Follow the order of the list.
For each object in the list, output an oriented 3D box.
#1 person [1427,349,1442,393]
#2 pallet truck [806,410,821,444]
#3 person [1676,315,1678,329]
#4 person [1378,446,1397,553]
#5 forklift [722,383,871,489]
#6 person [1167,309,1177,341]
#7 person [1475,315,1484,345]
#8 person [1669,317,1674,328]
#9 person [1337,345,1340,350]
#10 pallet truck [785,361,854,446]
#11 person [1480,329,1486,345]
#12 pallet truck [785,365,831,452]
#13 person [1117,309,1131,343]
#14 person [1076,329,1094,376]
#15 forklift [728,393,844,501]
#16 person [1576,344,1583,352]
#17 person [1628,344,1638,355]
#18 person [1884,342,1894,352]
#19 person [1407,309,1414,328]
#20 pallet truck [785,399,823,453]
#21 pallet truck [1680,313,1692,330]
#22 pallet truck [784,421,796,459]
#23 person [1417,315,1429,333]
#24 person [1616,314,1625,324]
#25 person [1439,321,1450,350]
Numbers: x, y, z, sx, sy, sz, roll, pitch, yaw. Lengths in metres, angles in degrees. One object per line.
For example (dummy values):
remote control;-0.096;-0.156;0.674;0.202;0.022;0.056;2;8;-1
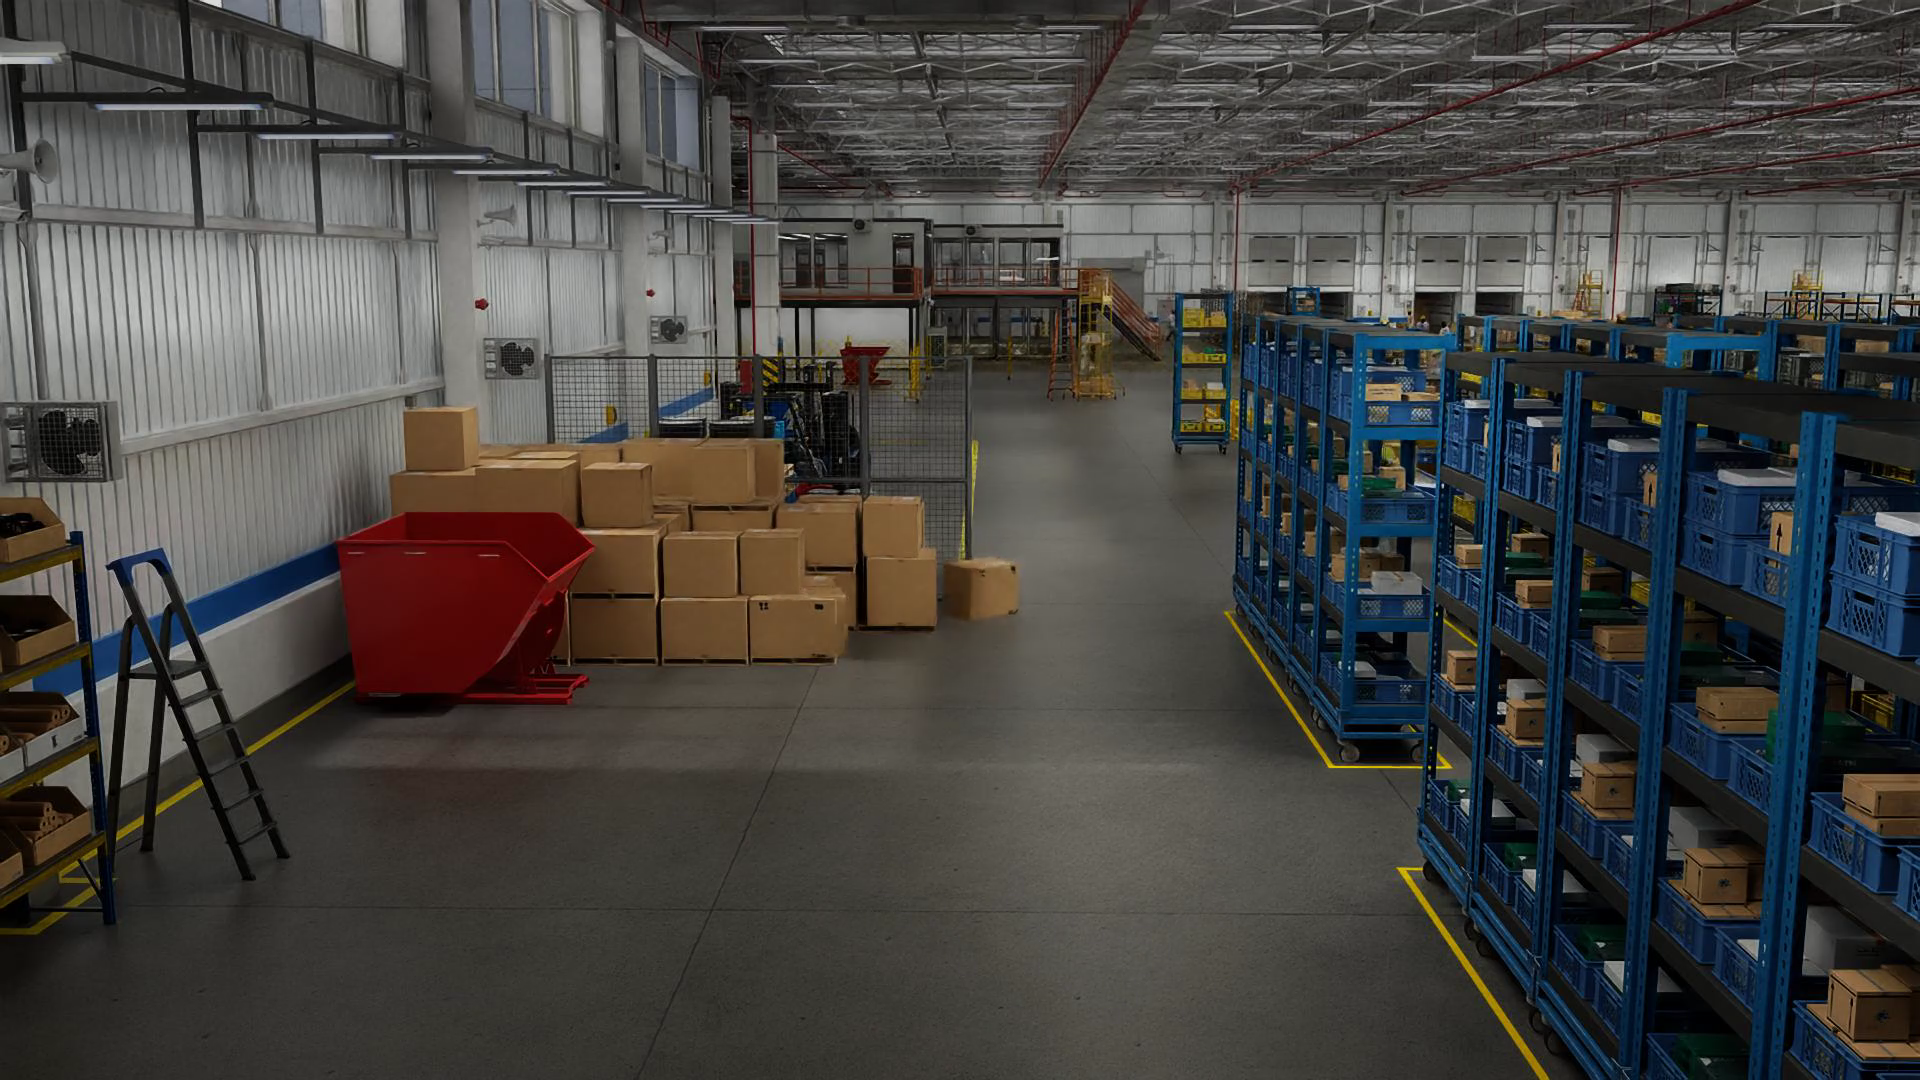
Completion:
person;14.687;-5.099;51.599;0.931;1.717;0.538;-4;10;-24
pallet truck;-3.559;-2.018;33.905;1.522;1.261;0.704;0;9;-1
person;38.758;-11.327;90.000;0.549;1.716;0.753;-3;10;-20
person;5.623;-0.326;21.831;0.624;1.814;0.626;-5;11;-29
forklift;-2.893;-1.687;28.729;2.680;1.987;1.157;0;9;-1
person;12.395;-12.525;96.859;0.934;1.902;0.556;-6;11;-33
person;25.633;-10.159;82.266;0.948;1.901;0.636;1;9;9
person;37.206;-10.840;87.139;0.739;1.669;0.534;2;9;10
person;17.102;-9.051;75.687;0.895;1.815;0.617;-8;13;-42
pallet truck;-3.410;-3.193;38.978;1.885;1.965;0.823;0;9;-1
person;23.254;-8.718;73.509;0.514;1.858;0.436;6;11;32
pallet truck;-3.774;-2.976;37.635;1.885;1.965;0.823;1;9;5
person;9.324;-12.071;93.860;0.936;1.961;0.621;-6;11;-33
person;4.840;-7.244;64.390;0.648;1.869;0.588;2;9;14
forklift;-2.979;-1.316;26.476;2.680;1.987;1.157;0;9;1
person;19.088;-5.081;51.117;0.524;1.844;0.787;-2;9;-10
person;24.235;-6.527;59.410;0.686;2.000;0.535;7;12;39
person;33.862;-6.666;60.613;0.589;1.925;0.552;-3;10;-21
person;25.639;-12.207;94.834;0.398;1.918;0.587;6;11;35
pallet truck;-3.814;-2.432;36.419;1.630;1.274;0.653;0;9;1
pallet truck;36.315;-10.531;84.244;0.823;1.965;1.885;-6;11;-33
pallet truck;-4.013;-1.793;32.705;1.601;1.201;0.680;0;9;1
person;22.504;-9.967;80.976;0.586;1.928;0.369;4;10;21
person;33.057;-10.404;83.640;1.041;1.935;0.652;-6;11;-32
person;21.760;-8.933;74.862;0.429;1.845;0.620;-1;9;-9
